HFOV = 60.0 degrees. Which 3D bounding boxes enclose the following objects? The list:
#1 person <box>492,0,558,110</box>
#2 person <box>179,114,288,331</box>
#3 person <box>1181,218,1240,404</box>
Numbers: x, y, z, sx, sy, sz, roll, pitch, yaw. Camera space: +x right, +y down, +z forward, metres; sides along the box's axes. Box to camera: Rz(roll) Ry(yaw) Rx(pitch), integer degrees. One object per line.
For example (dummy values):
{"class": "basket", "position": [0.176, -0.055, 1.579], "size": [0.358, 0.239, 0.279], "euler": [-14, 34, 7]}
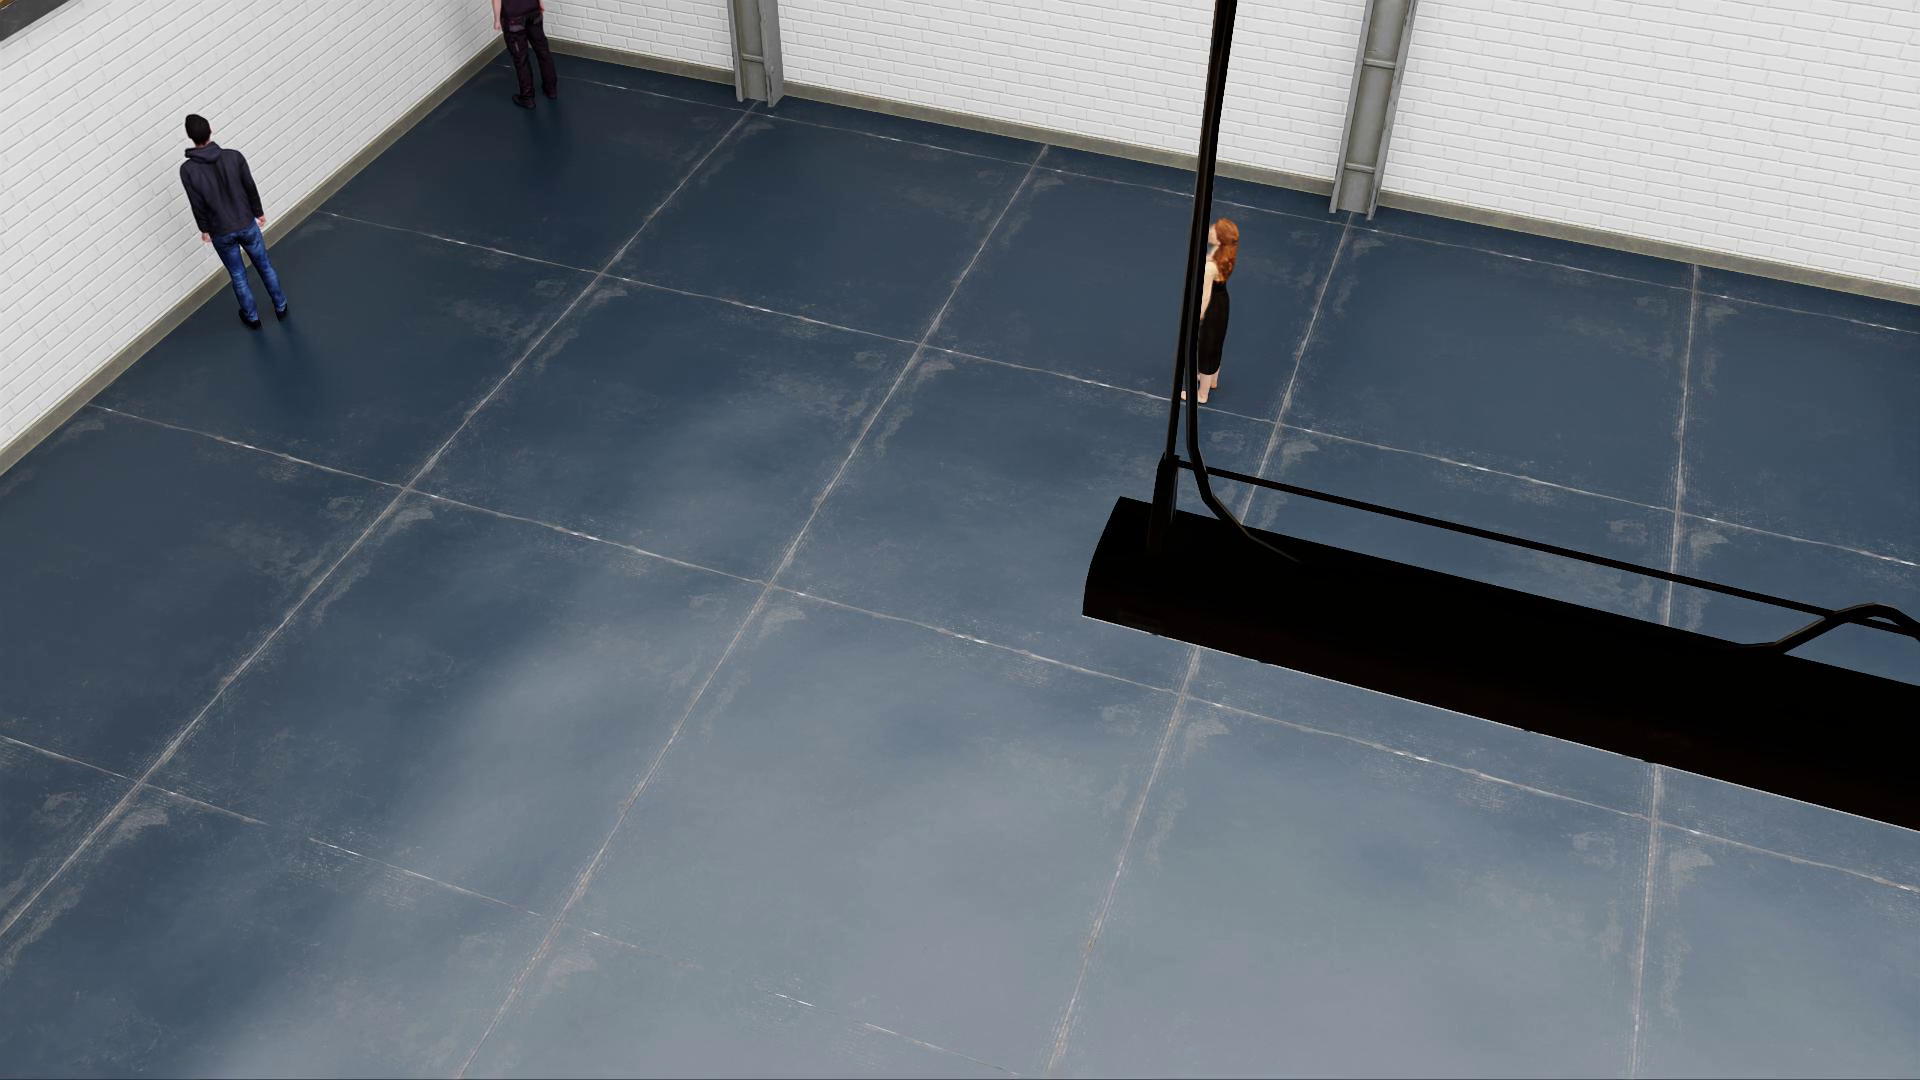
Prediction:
{"class": "person", "position": [-4.256, -5.101, 16.120], "size": [0.802, 1.845, 0.771], "euler": [-32, 52, -29]}
{"class": "person", "position": [-5.873, -2.551, 13.408], "size": [0.764, 1.892, 0.773], "euler": [-27, 50, -25]}
{"class": "person", "position": [1.939, -1.765, 12.777], "size": [0.618, 1.625, 0.602], "euler": [22, 48, 21]}
